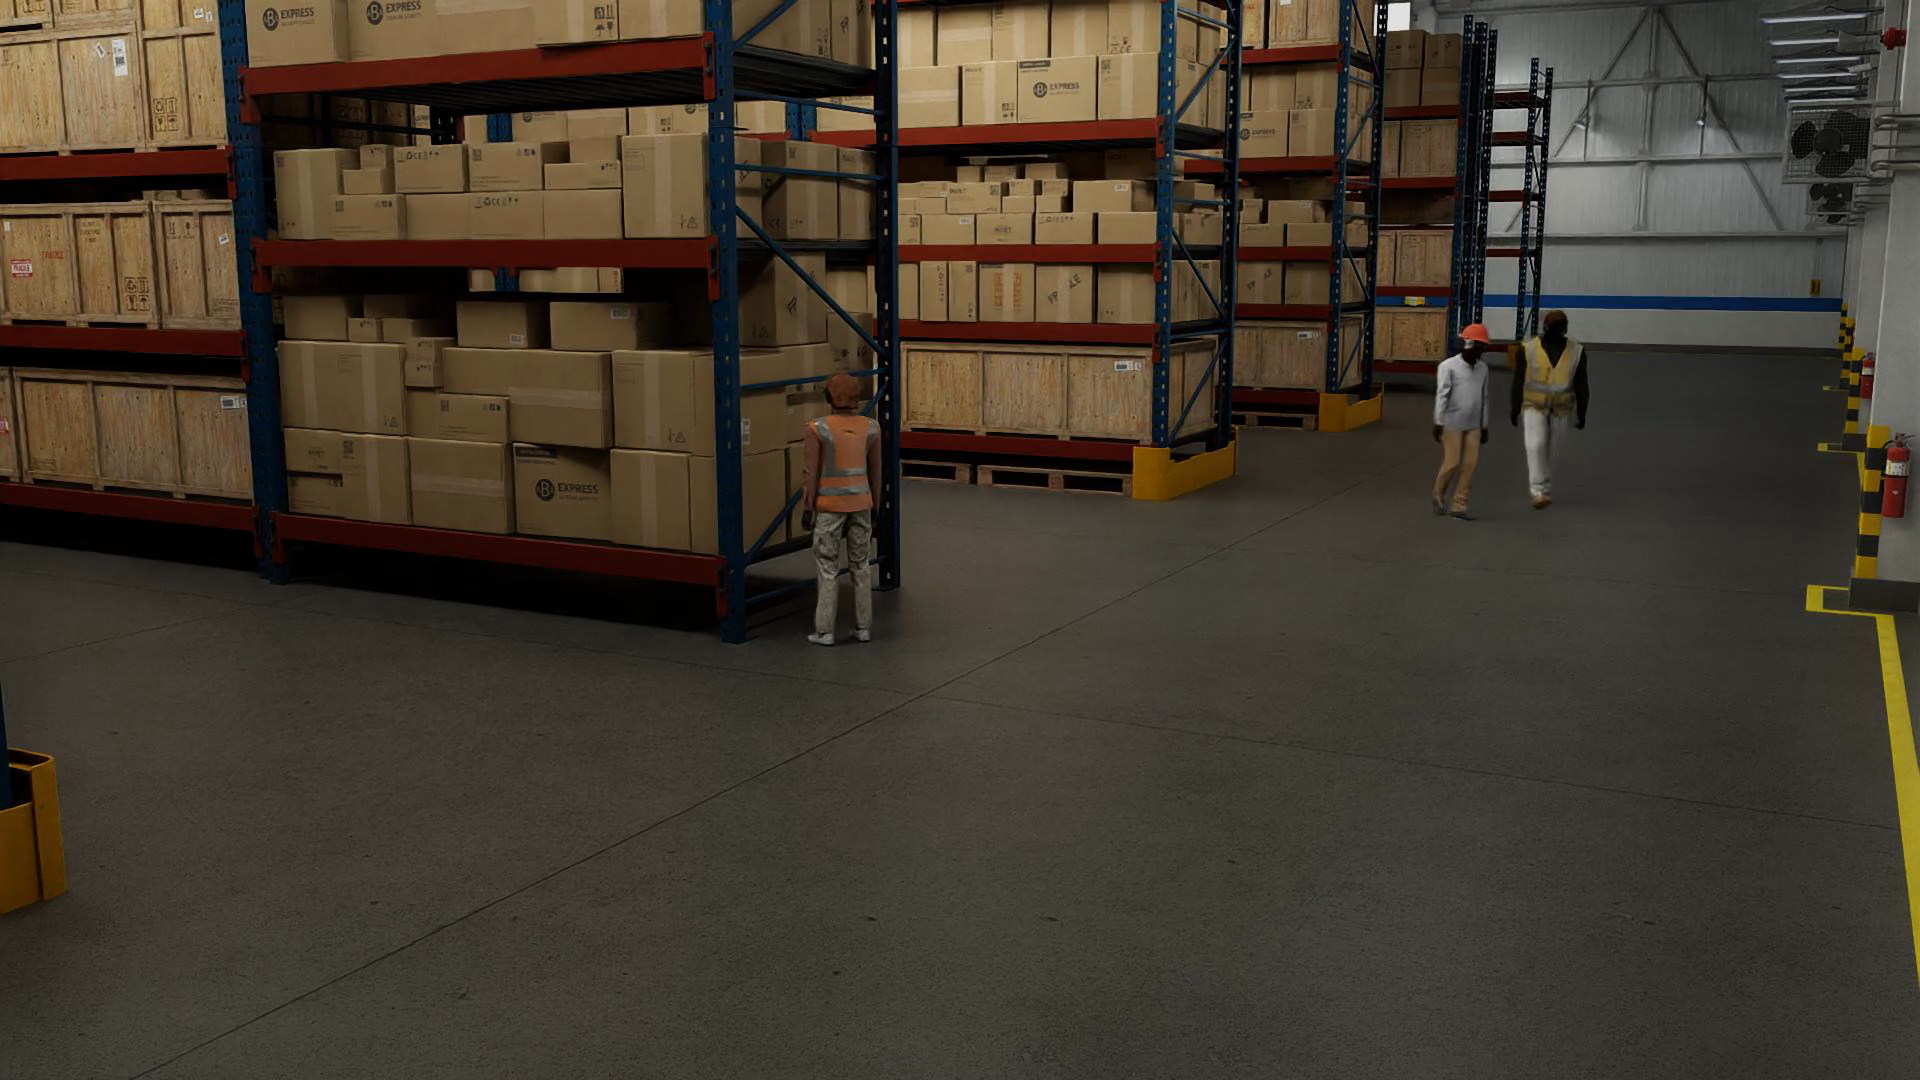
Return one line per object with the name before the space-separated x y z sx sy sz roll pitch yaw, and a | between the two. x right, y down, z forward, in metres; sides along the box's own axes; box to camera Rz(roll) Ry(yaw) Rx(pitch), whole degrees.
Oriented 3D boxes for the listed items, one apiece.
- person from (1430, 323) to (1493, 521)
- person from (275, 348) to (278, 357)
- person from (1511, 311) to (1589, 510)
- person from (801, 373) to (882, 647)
person | 4.376 -1.027 14.526 0.641 1.720 0.400 -4 11 -22
person | -8.032 -1.986 19.517 0.384 1.930 0.540 -3 10 -16
person | 5.394 -1.174 15.175 0.652 1.792 0.943 1 10 8
person | -0.694 -0.179 9.901 0.525 1.632 0.313 -6 11 -31
